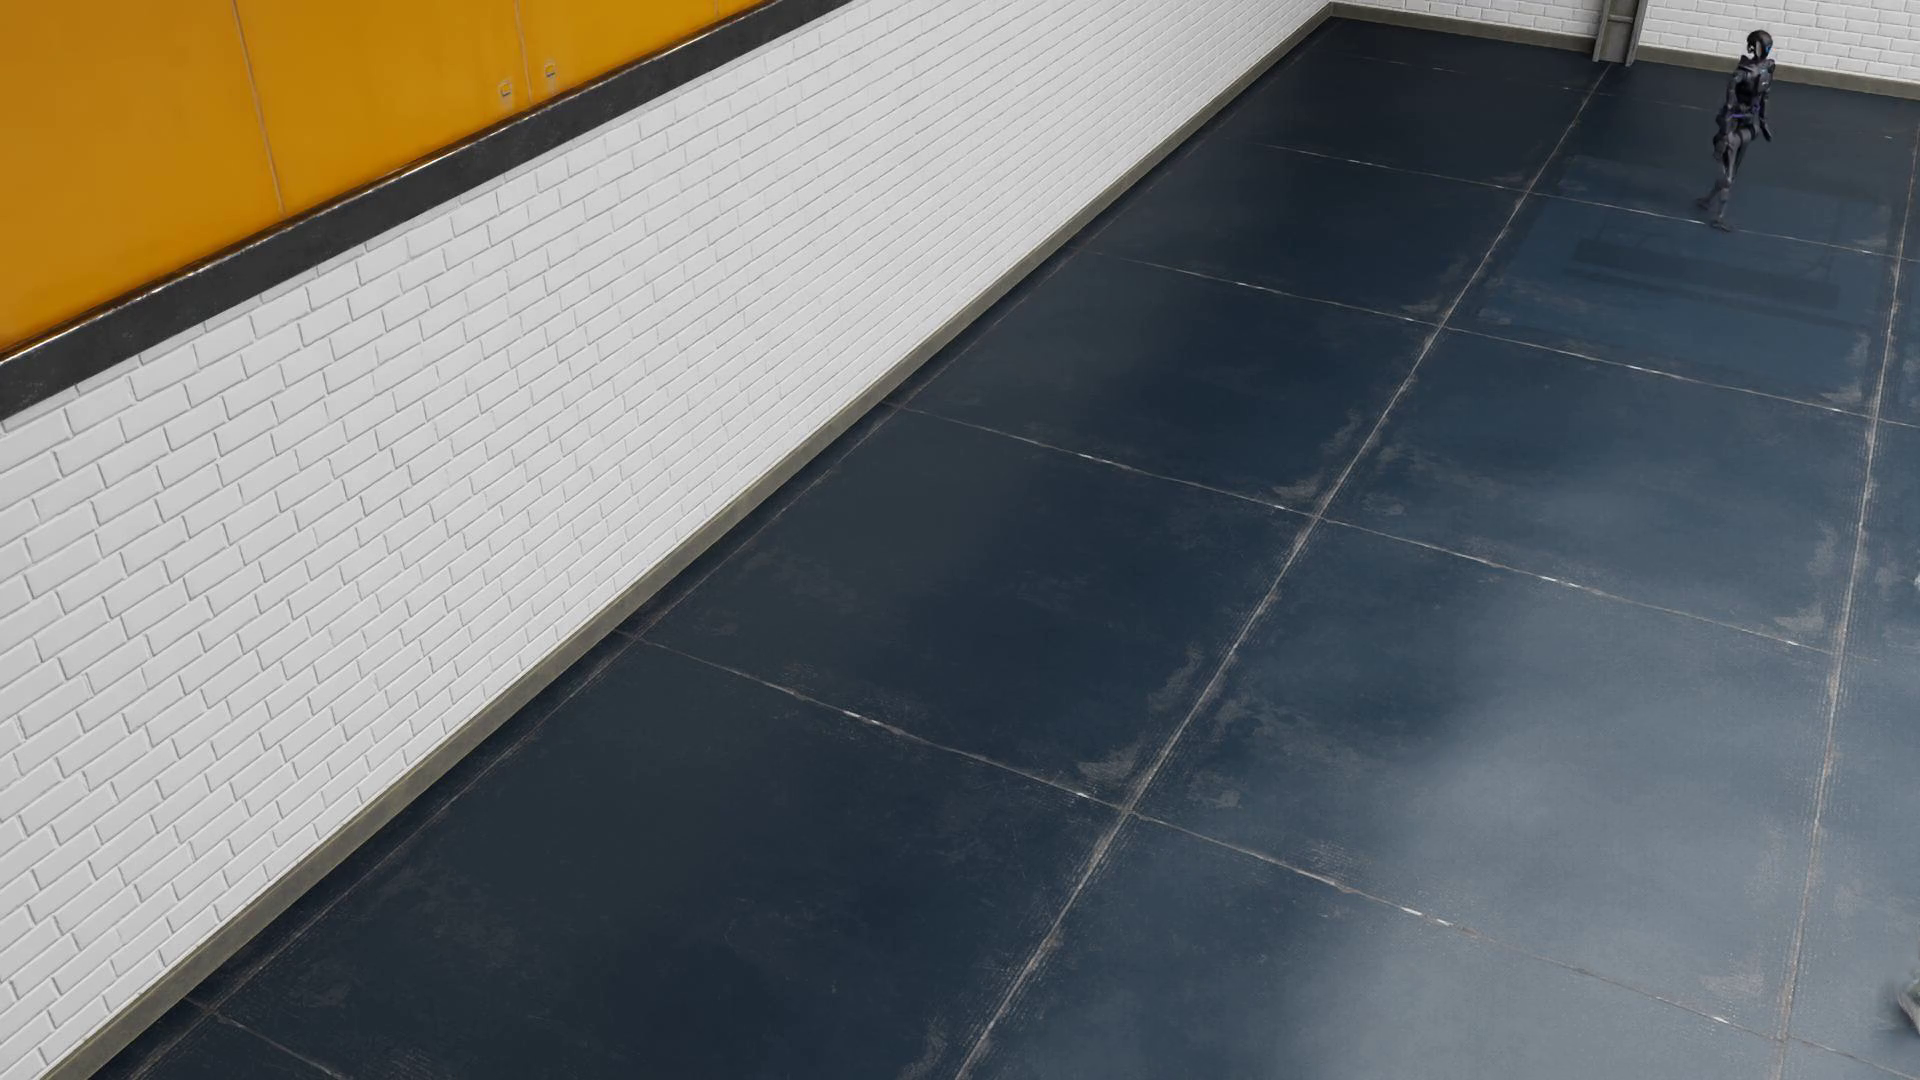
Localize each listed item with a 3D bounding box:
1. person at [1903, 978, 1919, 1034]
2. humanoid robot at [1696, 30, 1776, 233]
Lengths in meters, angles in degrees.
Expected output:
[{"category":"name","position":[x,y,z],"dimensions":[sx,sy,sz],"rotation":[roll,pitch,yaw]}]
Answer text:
[{"category":"person","position":[4.267,1.529,6.436],"dimensions":[0.524,1.684,0.888],"rotation":[-8,35,-12]},{"category":"humanoid robot","position":[6.510,-3.432,13.849],"dimensions":[0.619,1.643,0.599],"rotation":[-18,38,-25]}]
